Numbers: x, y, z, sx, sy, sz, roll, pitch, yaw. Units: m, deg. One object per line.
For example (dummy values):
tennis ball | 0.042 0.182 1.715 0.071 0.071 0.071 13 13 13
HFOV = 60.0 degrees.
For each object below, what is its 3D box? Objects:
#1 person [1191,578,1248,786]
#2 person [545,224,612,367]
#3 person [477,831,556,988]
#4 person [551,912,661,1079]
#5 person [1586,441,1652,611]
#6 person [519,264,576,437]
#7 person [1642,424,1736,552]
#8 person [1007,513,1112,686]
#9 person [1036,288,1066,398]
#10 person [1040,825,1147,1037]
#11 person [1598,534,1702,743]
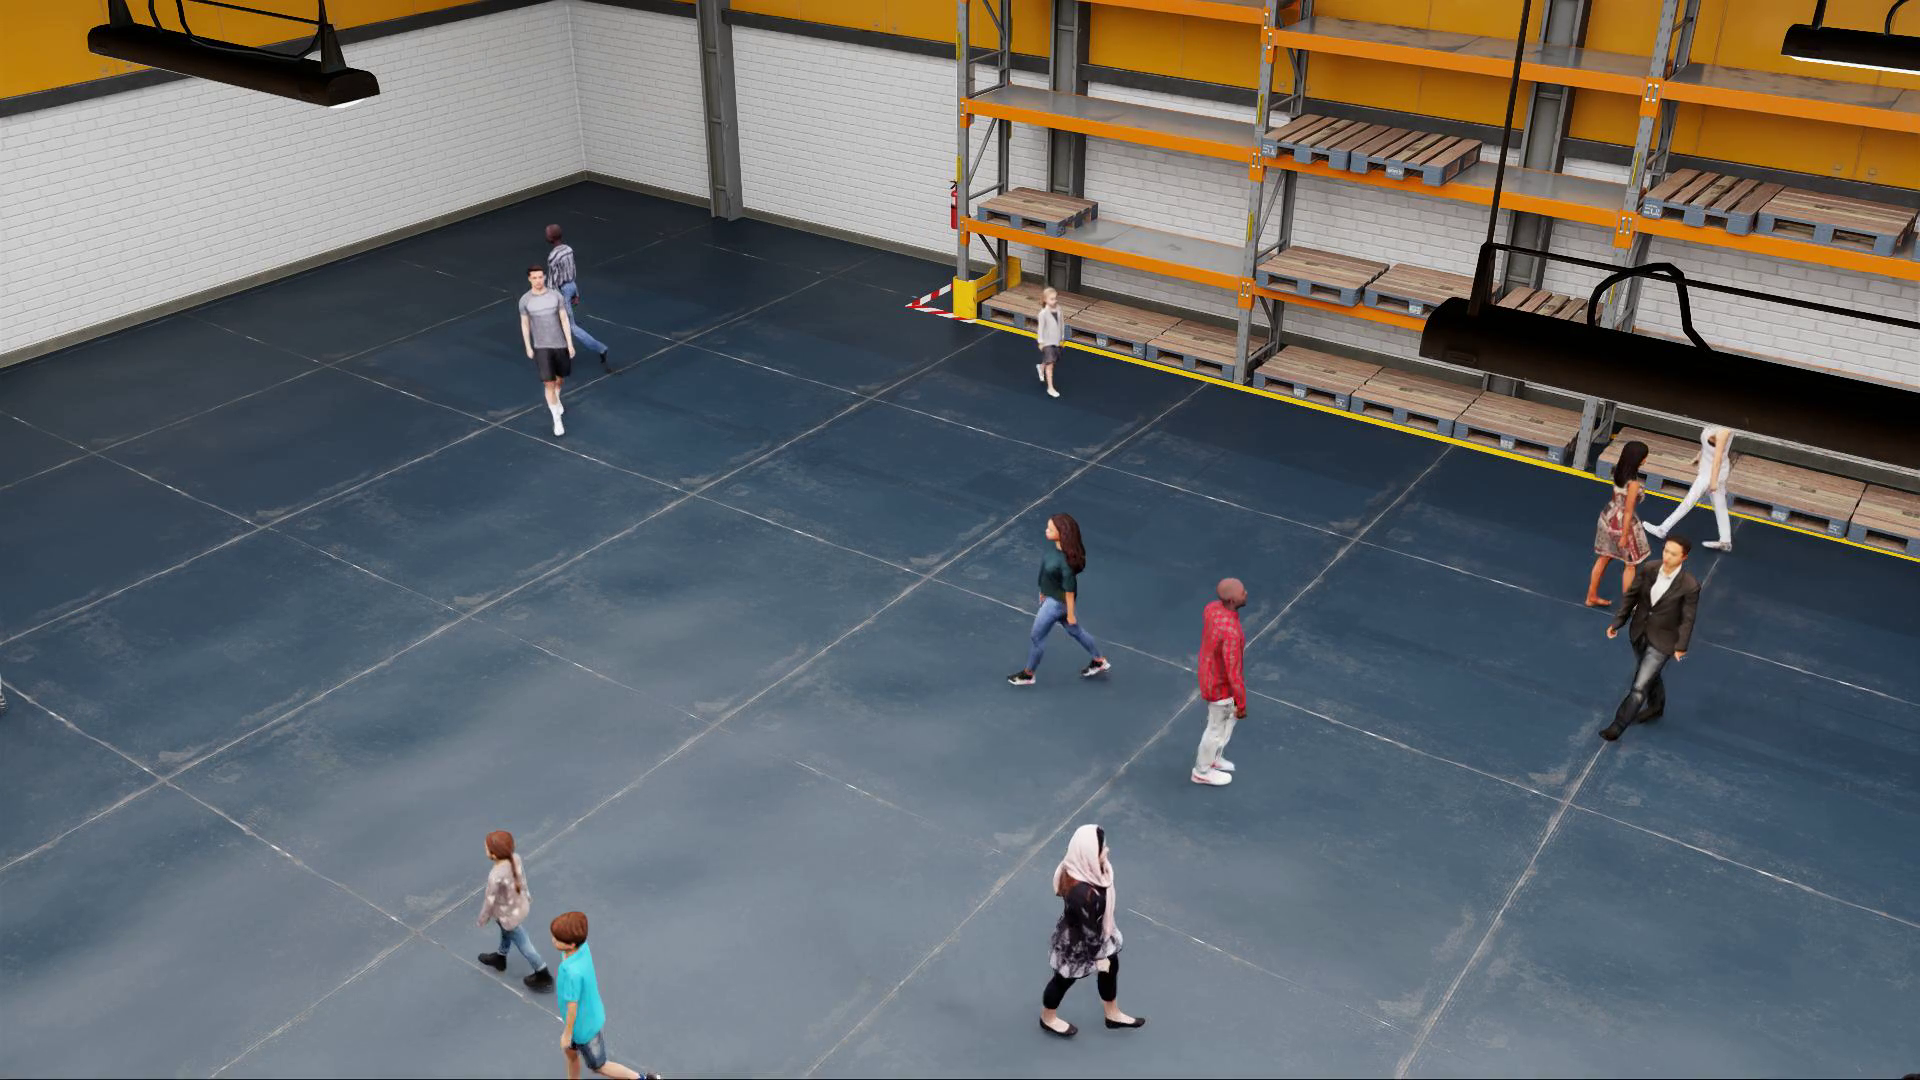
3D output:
person | 1.868 1.071 12.438 0.875 1.811 0.830 -2 29 -4
person | -4.580 -2.834 19.648 1.190 1.762 0.907 6 29 11
person | -2.844 2.394 10.681 0.866 1.171 0.652 7 29 13
person | -2.131 2.774 9.714 0.961 1.429 0.906 -5 29 -10
person | 5.790 -0.116 14.801 0.933 1.632 0.867 -1 29 -2
person | -4.527 -2.176 18.354 1.069 1.846 1.263 -11 30 -19
person | 7.210 -0.626 15.743 1.055 1.626 0.623 16 33 27
person | 0.908 0.502 13.724 1.169 1.578 1.016 -1 29 -2
person | 1.021 -2.326 19.237 0.666 1.264 0.845 -18 33 -29
person | 0.659 2.415 10.183 0.978 1.611 0.806 8 30 14
person | 5.527 0.731 13.109 1.058 1.766 1.157 -15 32 -26
